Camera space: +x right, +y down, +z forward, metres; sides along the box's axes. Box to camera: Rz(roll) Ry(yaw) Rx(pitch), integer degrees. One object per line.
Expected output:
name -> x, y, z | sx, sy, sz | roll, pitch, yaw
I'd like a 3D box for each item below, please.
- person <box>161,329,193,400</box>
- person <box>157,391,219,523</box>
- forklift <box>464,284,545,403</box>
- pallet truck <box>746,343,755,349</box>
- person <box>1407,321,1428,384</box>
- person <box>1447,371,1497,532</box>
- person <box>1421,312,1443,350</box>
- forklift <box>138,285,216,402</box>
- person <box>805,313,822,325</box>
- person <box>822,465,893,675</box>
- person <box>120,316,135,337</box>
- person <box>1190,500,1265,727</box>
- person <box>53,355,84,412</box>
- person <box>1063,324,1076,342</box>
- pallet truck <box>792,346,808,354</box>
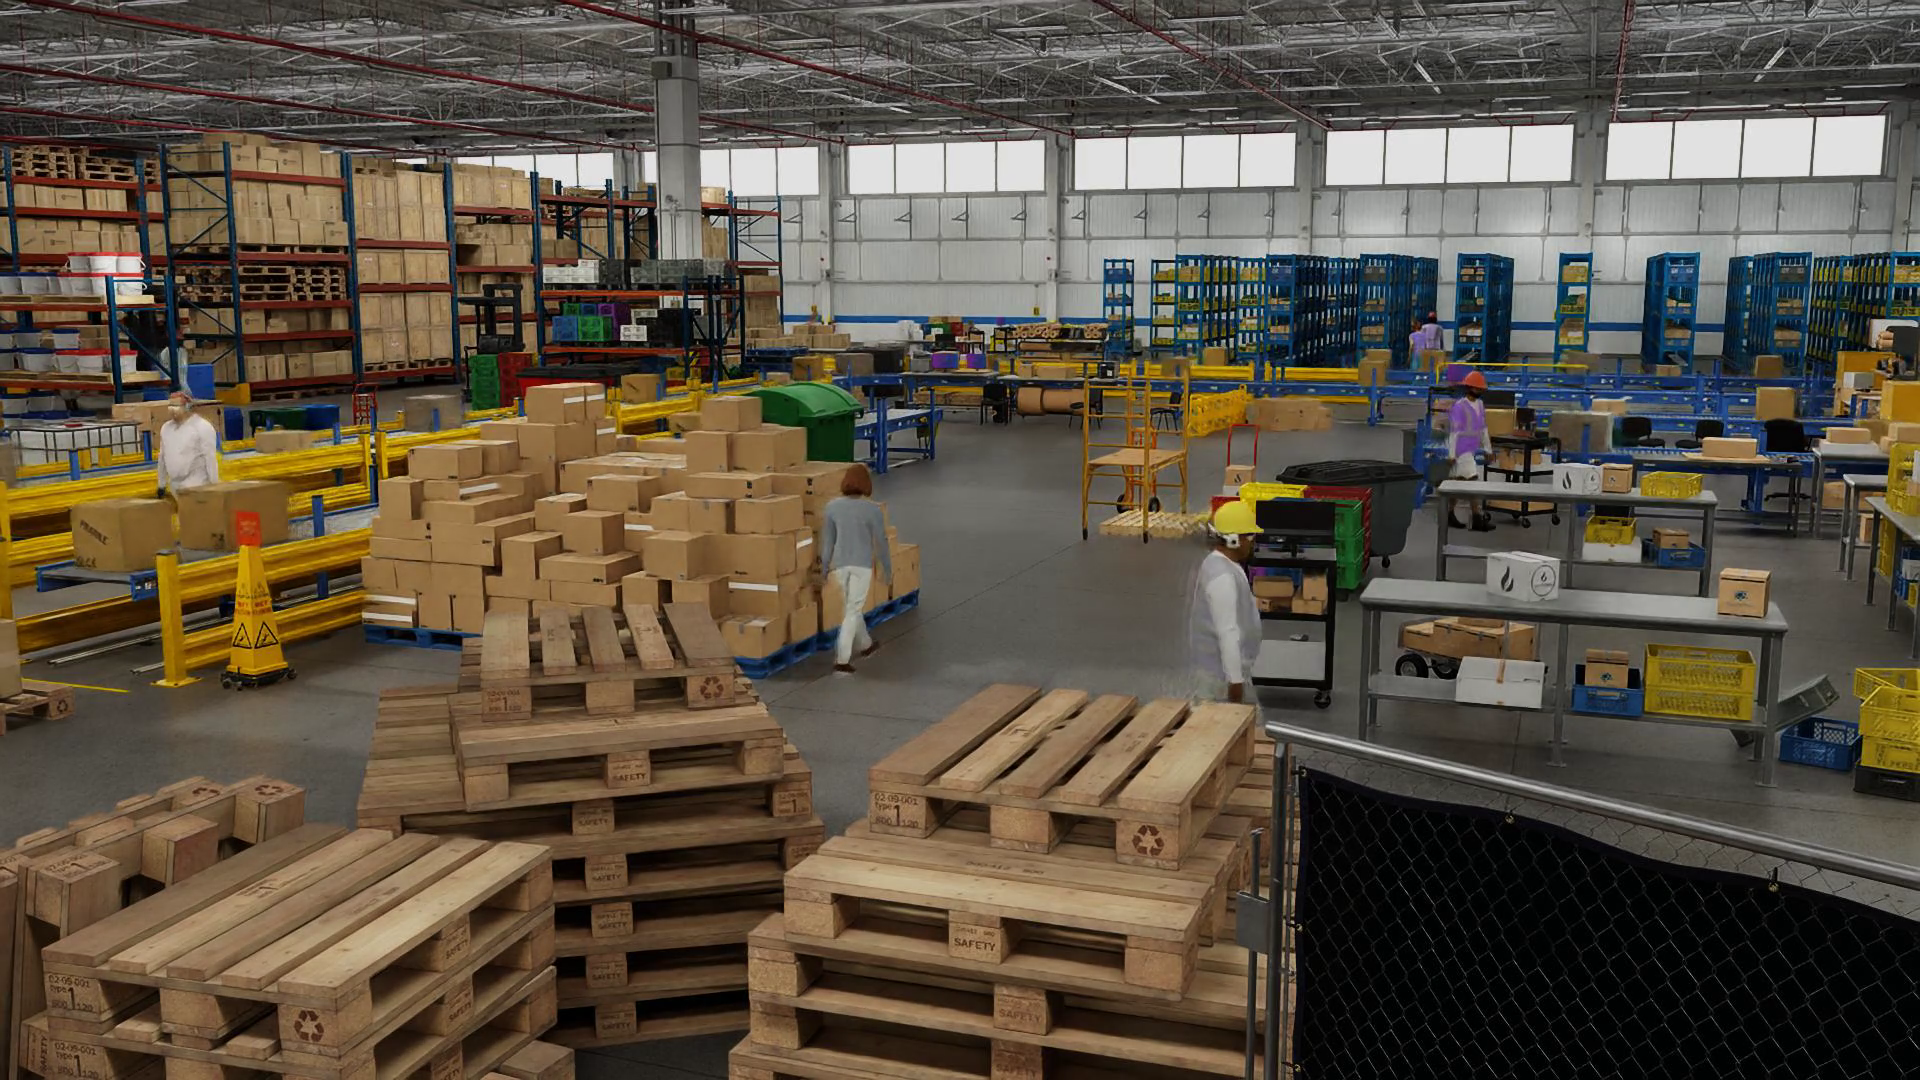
person -> -14.987, -3.052, 32.012 | 1.029, 1.990, 0.629 | 4, 10, 23
person -> -7.930, -0.611, 17.123 | 0.657, 1.865, 0.980 | 4, 10, 22
forklift -> -10.832, -4.702, 39.610 | 1.129, 2.768, 1.873 | 3, 10, 20
pallet truck -> -6.183, -4.618, 44.264 | 1.601, 1.201, 0.680 | -9, 12, -43
person -> 11.864, -4.749, 43.146 | 0.568, 1.845, 0.386 | -5, 10, -27
person -> 6.127, -1.046, 19.739 | 0.854, 1.898, 0.547 | 8, 12, 41
person -> 13.368, -5.457, 47.142 | 0.619, 2.000, 1.024 | 4, 10, 23
forklift -> -17.480, -4.200, 36.461 | 1.873, 2.768, 1.129 | 3, 10, 19
person -> -4.418, -6.060, 51.255 | 0.672, 1.885, 0.609 | 6, 11, 33
person -> -0.788, 0.210, 12.826 | 0.528, 1.583, 0.883 | 4, 10, 26
person -> -24.981, -5.821, 49.951 | 0.654, 1.819, 0.563 | 5, 10, 27
person -> 1.442, 0.660, 9.376 | 0.922, 1.794, 0.610 | 2, 9, 11
person -> -17.425, -3.067, 32.448 | 0.548, 1.890, 0.931 | -8, 12, -42
person -> 2.796, -4.733, 43.283 | 0.944, 1.772, 0.596 | 4, 10, 26
pallet truck -> -3.705, -4.298, 42.022 | 0.653, 1.274, 1.630 | 3, 10, 20
